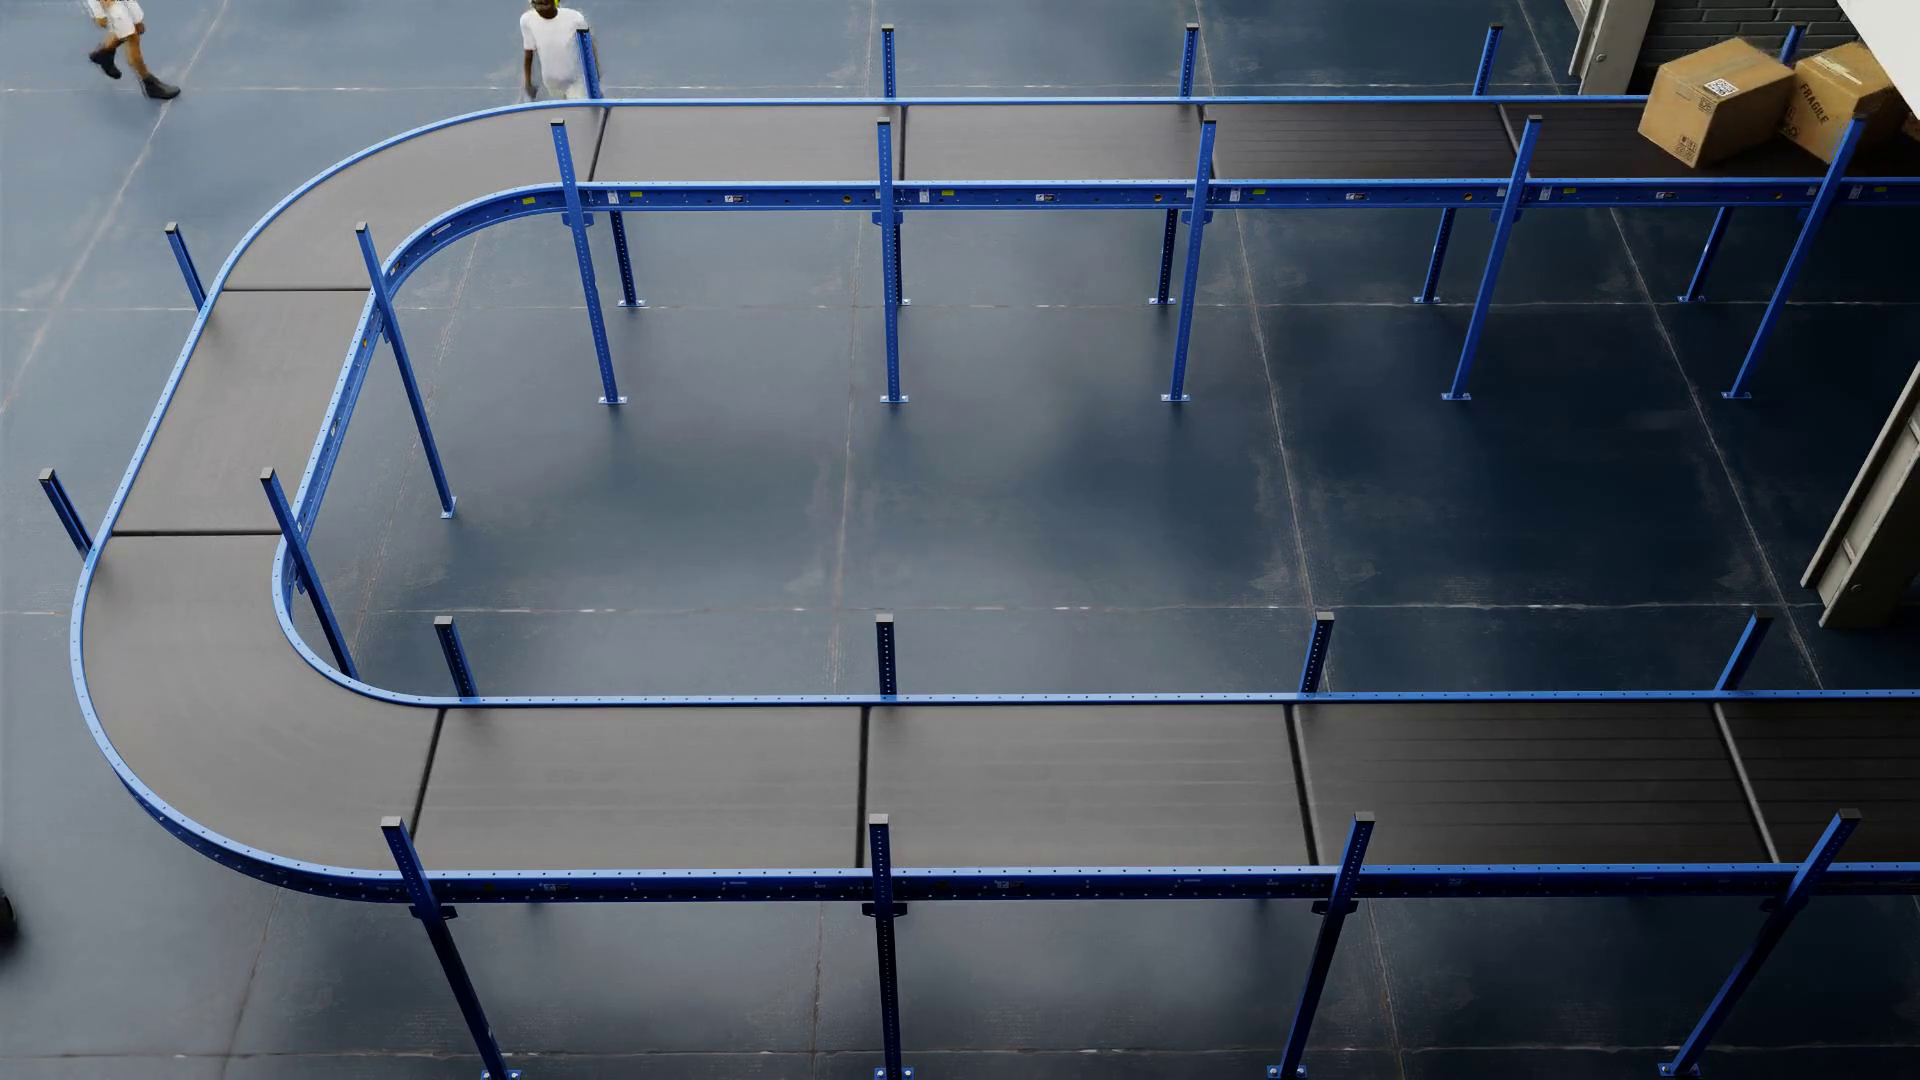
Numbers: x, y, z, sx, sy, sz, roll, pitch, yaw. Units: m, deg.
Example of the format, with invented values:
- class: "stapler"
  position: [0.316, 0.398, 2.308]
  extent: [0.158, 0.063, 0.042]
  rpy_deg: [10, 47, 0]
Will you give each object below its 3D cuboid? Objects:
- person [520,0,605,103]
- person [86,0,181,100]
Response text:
- class: "person"
  position: [-3.079, -3.433, 13.219]
  extent: [0.575, 1.843, 0.749]
  rpy_deg: [5, 47, 4]
- class: "person"
  position: [-7.094, -4.528, 14.192]
  extent: [0.659, 1.918, 0.565]
  rpy_deg: [4, 47, 4]
